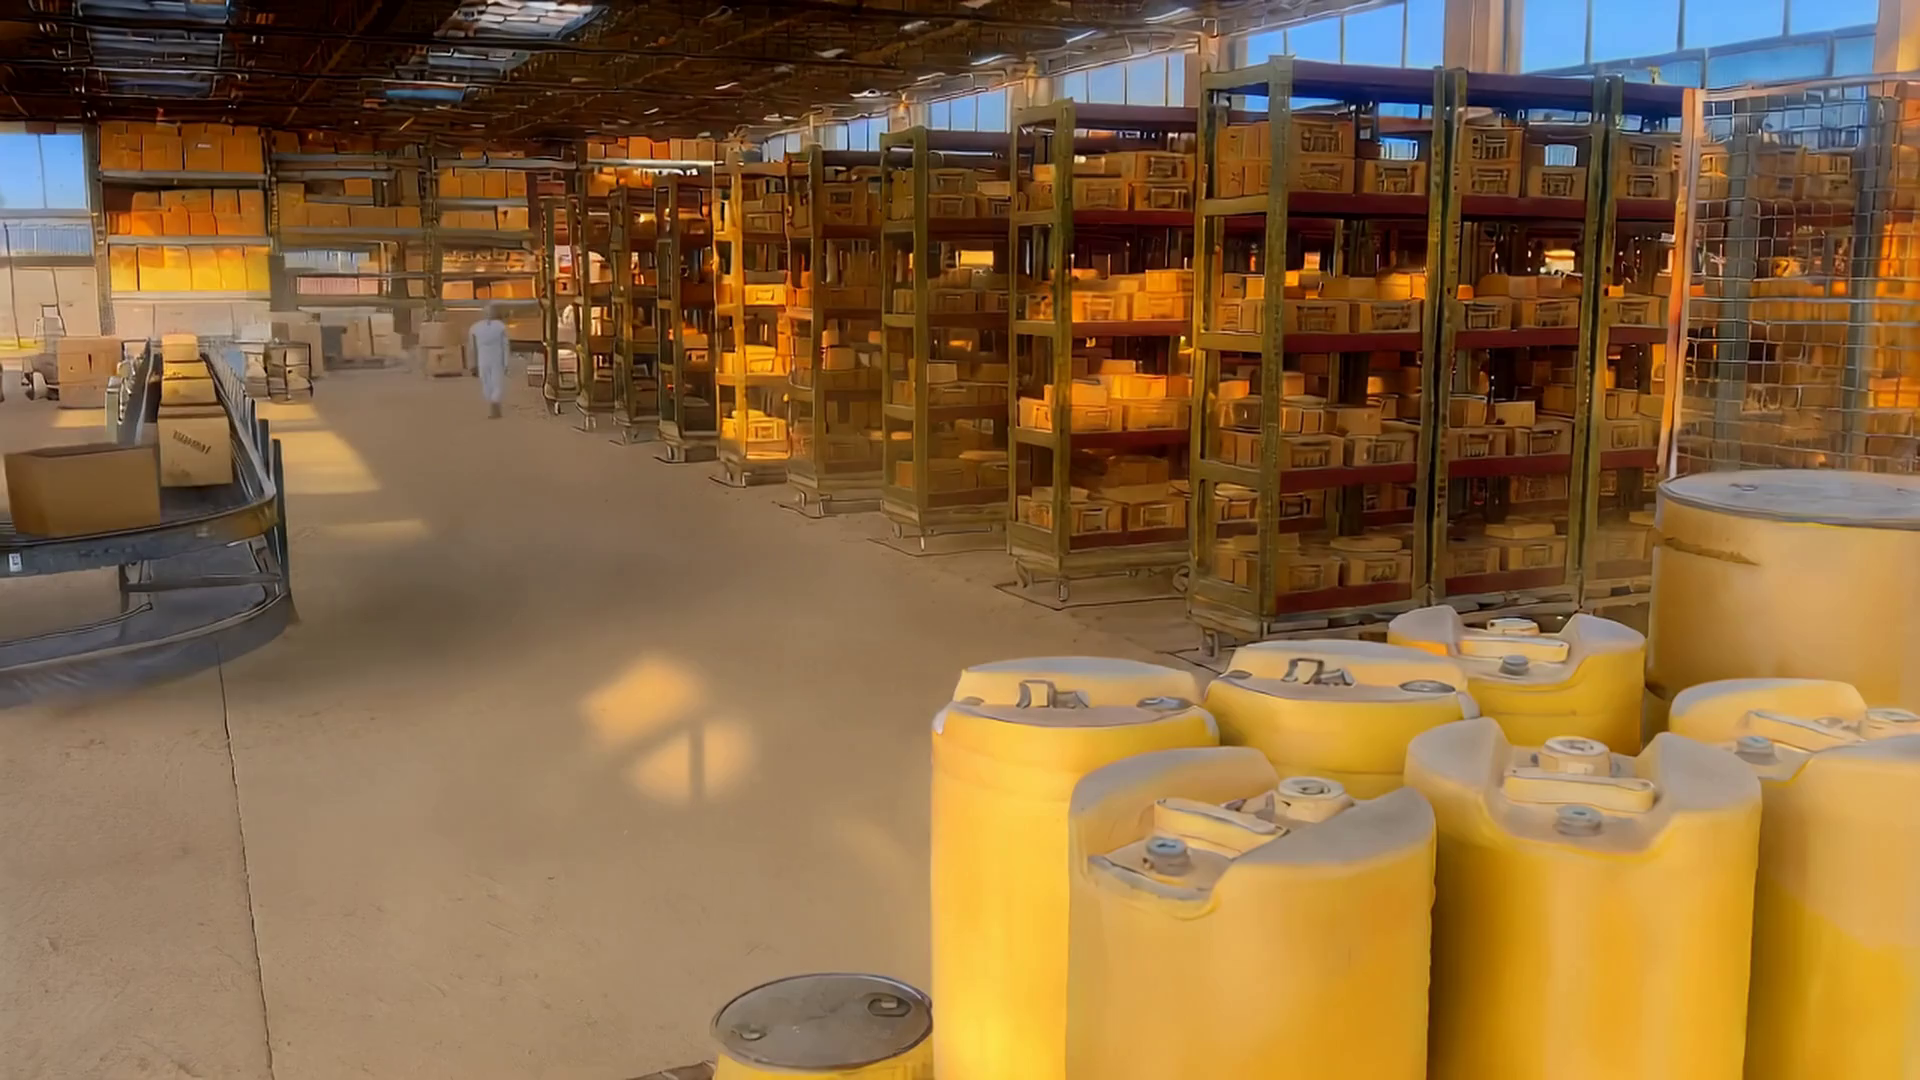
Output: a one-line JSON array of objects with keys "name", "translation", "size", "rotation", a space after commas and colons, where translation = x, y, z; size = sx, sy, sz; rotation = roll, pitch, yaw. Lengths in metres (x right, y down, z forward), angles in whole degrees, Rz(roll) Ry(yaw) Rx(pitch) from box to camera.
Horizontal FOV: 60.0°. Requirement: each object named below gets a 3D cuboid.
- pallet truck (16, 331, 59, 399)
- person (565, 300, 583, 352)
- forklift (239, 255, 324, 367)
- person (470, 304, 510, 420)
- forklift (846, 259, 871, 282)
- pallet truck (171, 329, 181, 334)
[{"name": "pallet truck", "translation": [-17.082, -3.353, 31.781], "size": [1.630, 1.274, 0.653], "rotation": [-4, 10, -25]}, {"name": "person", "translation": [-9.330, -5.061, 40.369], "size": [0.605, 1.949, 0.402], "rotation": [5, 10, 27]}, {"name": "forklift", "translation": [-16.914, -5.672, 41.280], "size": [1.873, 2.768, 1.129], "rotation": [-4, 10, -25]}, {"name": "person", "translation": [-7.621, -2.880, 27.030], "size": [0.651, 1.893, 0.443], "rotation": [0, 9, 0]}, {"name": "forklift", "translation": [-3.397, -8.058, 56.083], "size": [1.129, 2.768, 1.873], "rotation": [-4, 10, -25]}, {"name": "pallet truck", "translation": [-17.275, -3.851, 35.096], "size": [1.601, 1.201, 0.680], "rotation": [0, 9, 1]}]
